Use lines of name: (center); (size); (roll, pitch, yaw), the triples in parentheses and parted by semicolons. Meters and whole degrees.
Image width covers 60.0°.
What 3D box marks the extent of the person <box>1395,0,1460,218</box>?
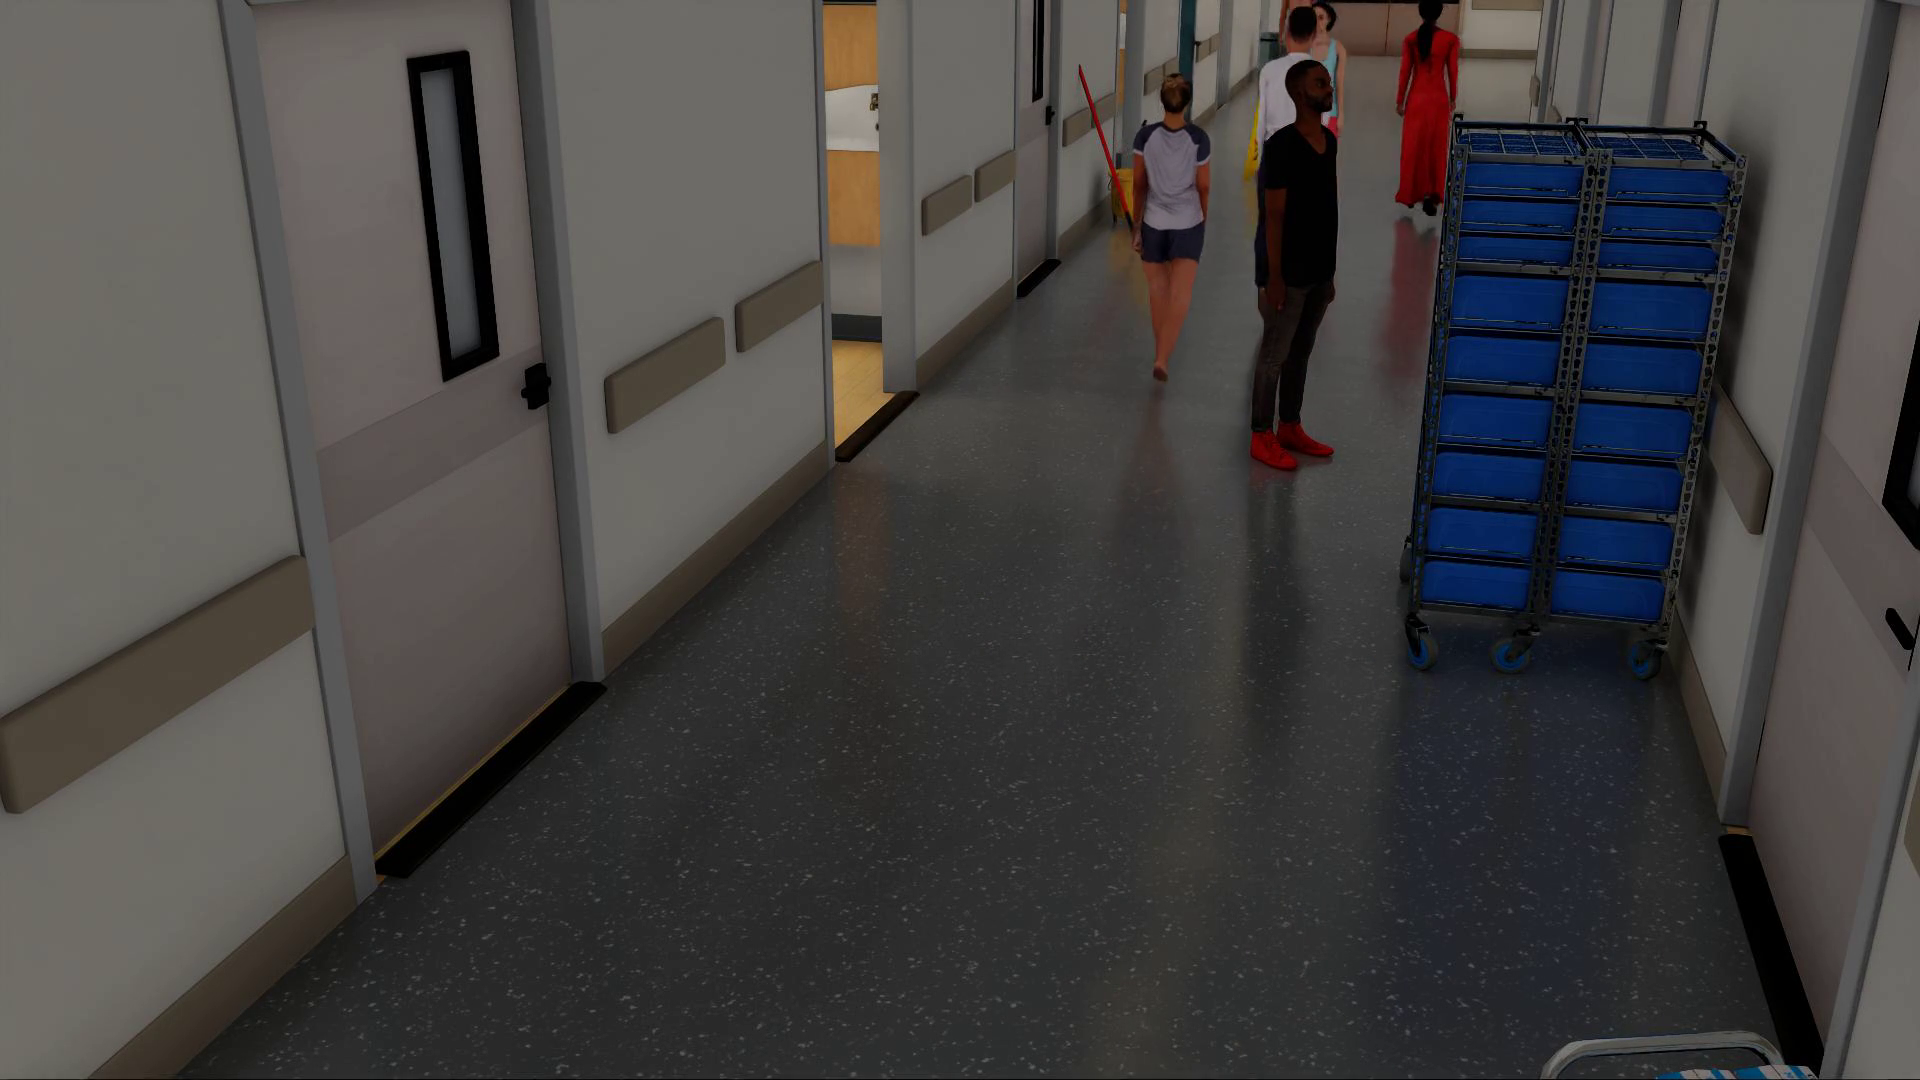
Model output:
person: (3.826, -3.508, 13.615); (0.758, 1.745, 1.183); (4, 21, 9)

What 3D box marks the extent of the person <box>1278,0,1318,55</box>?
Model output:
person: (4.343, -6.437, 21.254); (0.645, 1.812, 0.752); (7, 22, 17)

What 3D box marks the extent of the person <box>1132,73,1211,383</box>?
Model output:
person: (1.107, -1.622, 8.857); (0.600, 1.587, 1.035); (7, 22, 19)

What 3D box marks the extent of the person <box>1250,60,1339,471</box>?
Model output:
person: (1.532, -1.249, 7.568); (0.776, 1.803, 0.649); (19, 28, 41)

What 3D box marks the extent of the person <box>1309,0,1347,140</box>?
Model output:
person: (2.817, -3.317, 13.099); (0.655, 1.753, 0.758); (9, 22, 22)

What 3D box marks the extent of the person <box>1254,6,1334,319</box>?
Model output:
person: (1.995, -2.293, 10.211); (0.648, 1.845, 1.202); (6, 22, 16)
